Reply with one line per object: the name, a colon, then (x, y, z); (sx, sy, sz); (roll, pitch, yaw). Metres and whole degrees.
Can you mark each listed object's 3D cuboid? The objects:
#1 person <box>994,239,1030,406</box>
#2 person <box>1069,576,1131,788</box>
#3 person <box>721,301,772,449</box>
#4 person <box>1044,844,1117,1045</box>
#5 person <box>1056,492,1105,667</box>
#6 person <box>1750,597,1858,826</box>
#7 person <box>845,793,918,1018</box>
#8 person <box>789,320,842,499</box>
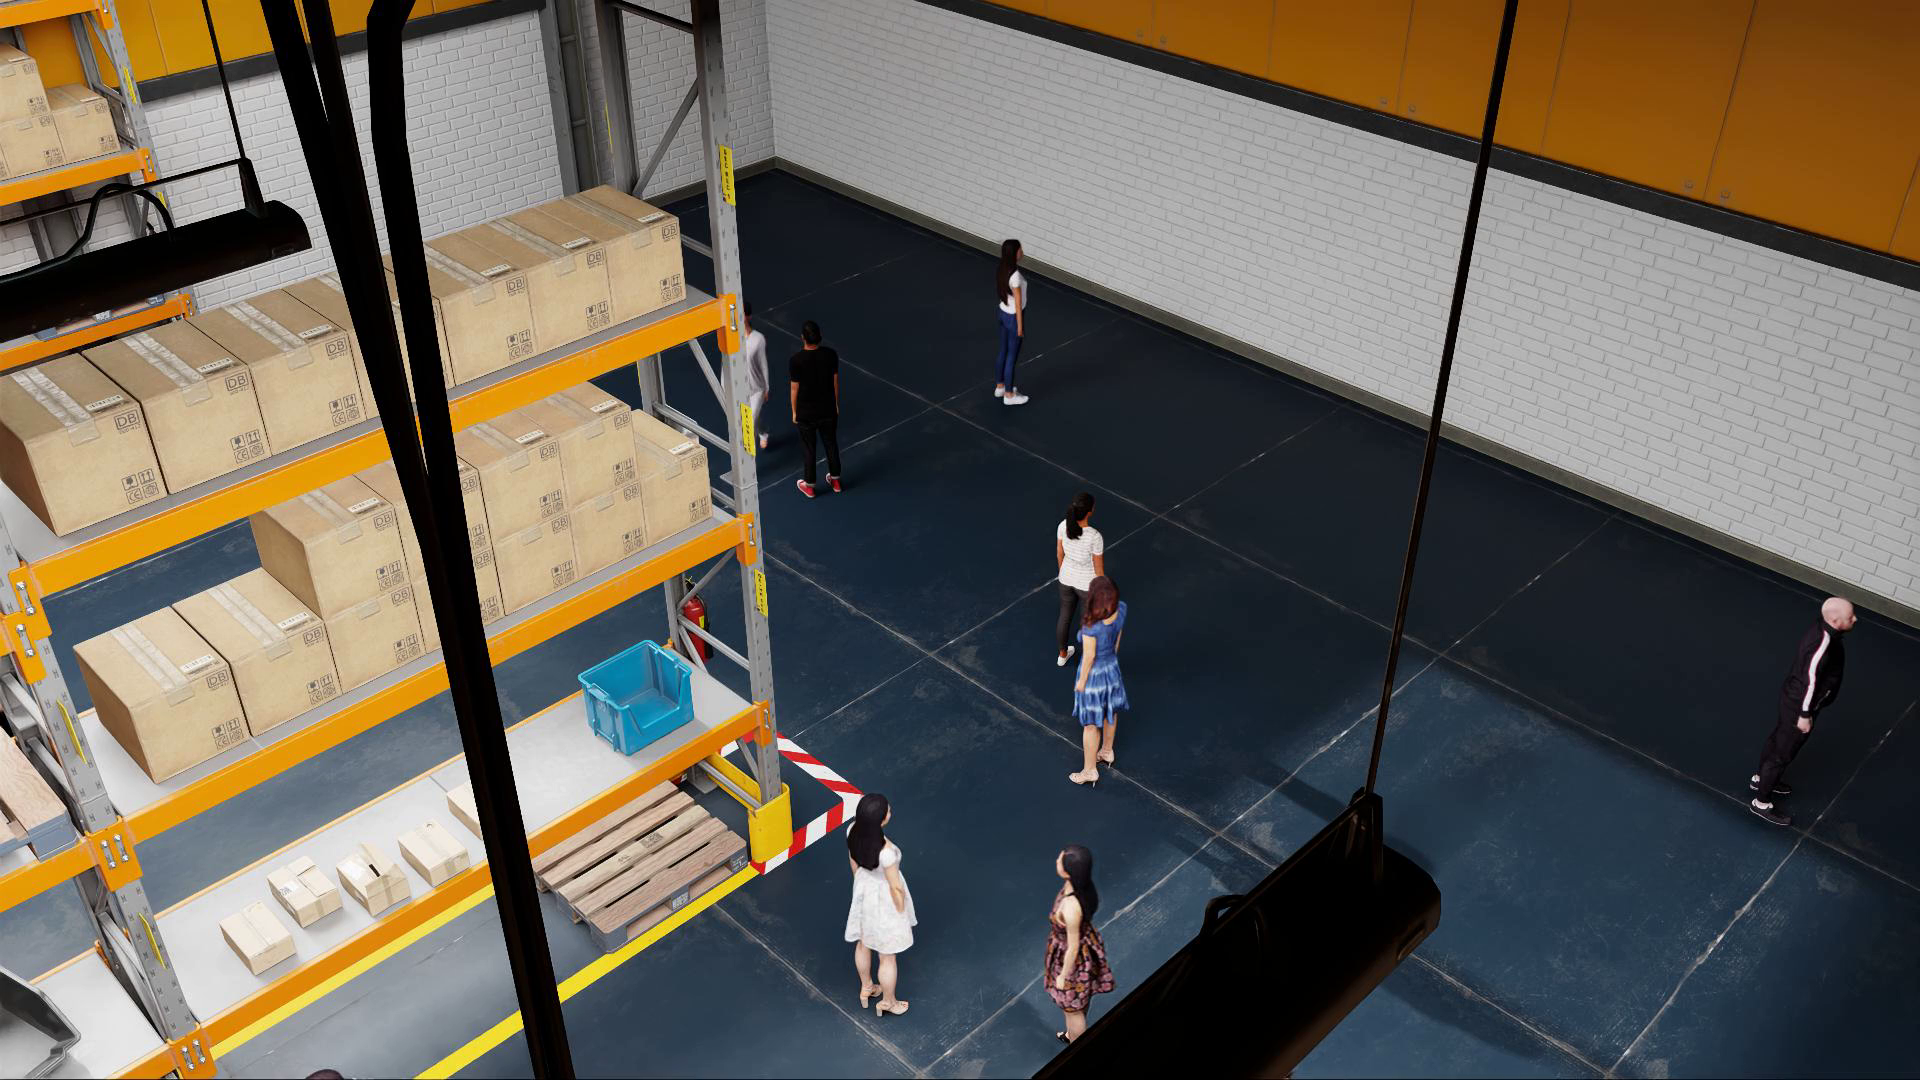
person: (0.508, -2.235, 16.967); (0.648, 1.774, 0.663); (-12, 35, -17)
person: (0.999, 1.012, 12.052); (0.758, 1.806, 0.552); (22, 40, 30)
person: (-2.001, -1.477, 15.857); (0.965, 1.740, 1.178); (9, 35, 13)
person: (0.662, 2.478, 9.877); (0.857, 1.773, 0.777); (7, 34, 11)
person: (0.951, 0.332, 13.220); (0.601, 1.647, 0.579); (21, 39, 28)
person: (5.960, 1.158, 11.806); (0.806, 1.836, 0.638); (16, 37, 22)
person: (-0.503, 2.246, 10.225); (0.607, 1.775, 0.627); (-29, 43, -36)
person: (-1.333, -1.221, 15.459); (0.590, 1.754, 0.742); (-14, 36, -19)
